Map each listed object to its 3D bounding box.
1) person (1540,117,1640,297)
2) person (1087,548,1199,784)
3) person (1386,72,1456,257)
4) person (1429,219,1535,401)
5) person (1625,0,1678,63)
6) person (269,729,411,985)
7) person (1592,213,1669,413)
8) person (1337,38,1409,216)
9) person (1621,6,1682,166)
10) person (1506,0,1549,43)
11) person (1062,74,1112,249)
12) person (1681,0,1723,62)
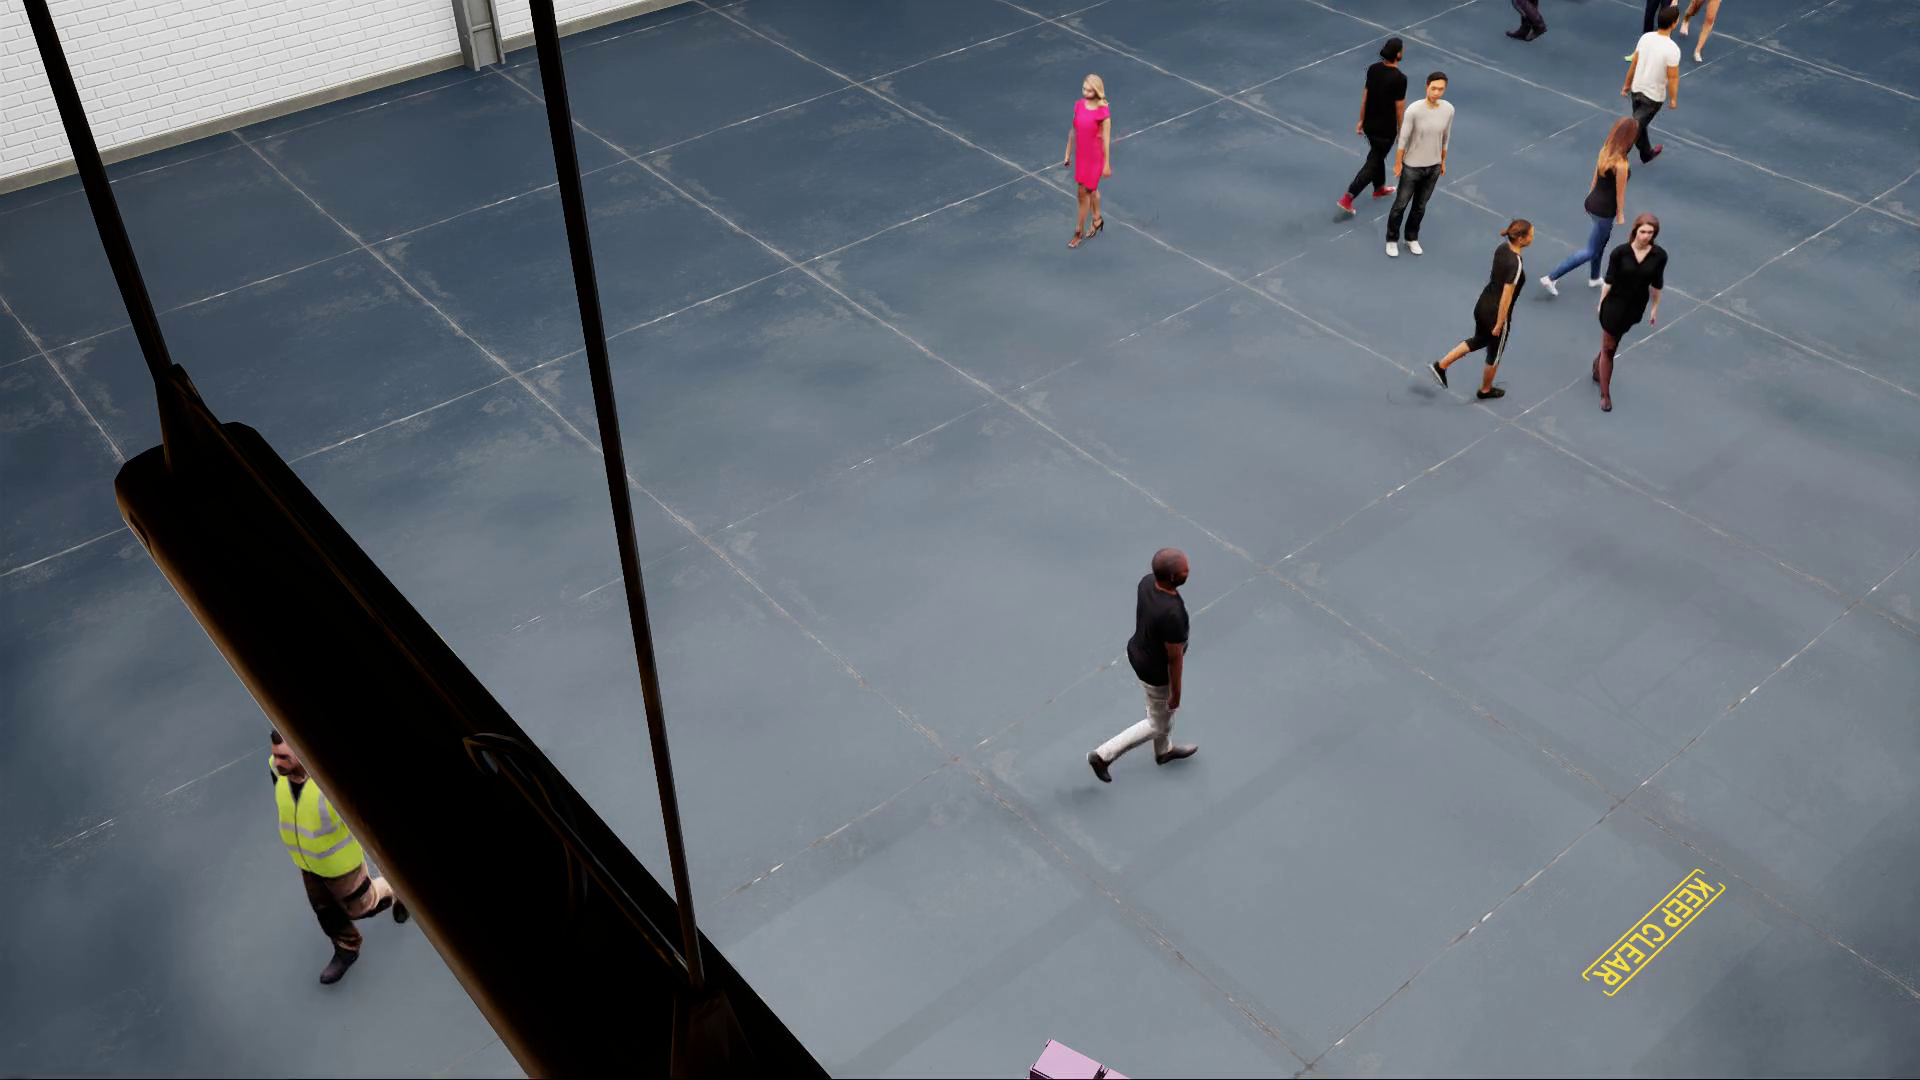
[{"bbox_3d":[5.691,-2.950,14.934,1.100,1.694,0.950,-3,39,-3],"label":"person"},{"bbox_3d":[1.131,0.800,10.166,1.149,1.783,0.927,-11,40,-13],"label":"person"},{"bbox_3d":[4.307,-3.533,15.570,0.664,1.810,0.794,-6,39,-8],"label":"person"},{"bbox_3d":[4.300,-1.878,13.624,0.998,1.653,0.884,0,39,0],"label":"person"},{"bbox_3d":[8.079,-6.324,19.160,0.529,1.693,0.634,-16,41,-19],"label":"person"},{"bbox_3d":[-3.415,1.629,9.092,0.960,1.829,1.085,13,40,15],"label":"person"},{"bbox_3d":[5.462,-1.954,13.708,1.026,1.668,1.109,4,39,5],"label":"person"},{"bbox_3d":[4.041,-4.003,16.221,1.165,1.734,0.721,-22,44,-25],"label":"person"},{"bbox_3d":[6.850,-4.457,16.766,1.180,1.761,0.855,-17,42,-20],"label":"person"},{"bbox_3d":[6.871,-6.745,19.569,0.760,1.840,0.757,29,47,31],"label":"person"},{"bbox_3d":[1.308,-3.640,15.788,0.715,1.705,0.596,-27,46,-30],"label":"person"},{"bbox_3d":[8.753,-6.521,19.397,1.020,1.704,1.137,8,39,10],"label":"person"}]
